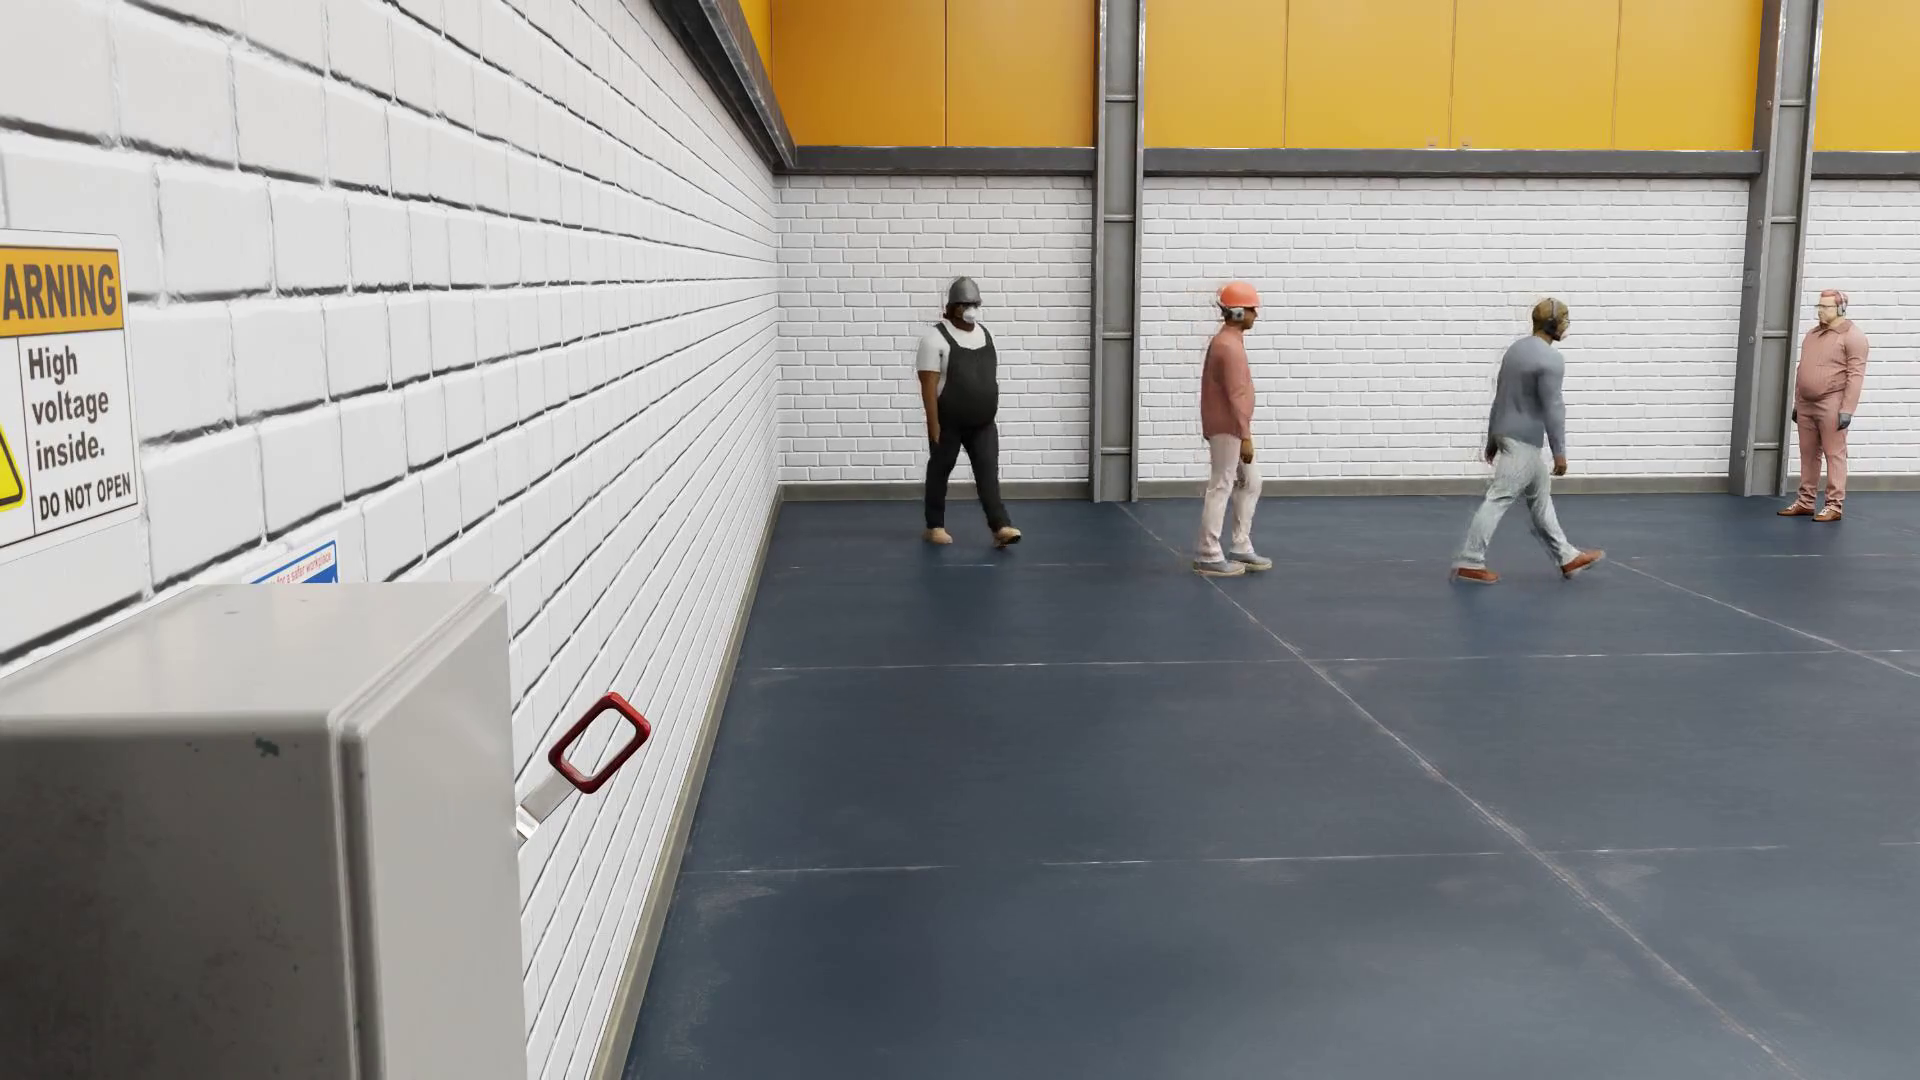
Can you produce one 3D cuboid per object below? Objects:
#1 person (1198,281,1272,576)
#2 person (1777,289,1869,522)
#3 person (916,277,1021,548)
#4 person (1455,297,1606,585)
[{"bbox_3d":[1.912,-0.728,11.115,0.670,1.975,0.651,1,9,4],"label":"person"},{"bbox_3d":[7.122,-1.107,13.730,0.410,1.908,0.643,-3,9,-16],"label":"person"},{"bbox_3d":[0.048,-0.946,12.299,0.695,2.000,0.992,-5,11,-31],"label":"person"},{"bbox_3d":[3.744,-0.629,10.821,1.061,1.870,0.643,-1,9,-3],"label":"person"}]
